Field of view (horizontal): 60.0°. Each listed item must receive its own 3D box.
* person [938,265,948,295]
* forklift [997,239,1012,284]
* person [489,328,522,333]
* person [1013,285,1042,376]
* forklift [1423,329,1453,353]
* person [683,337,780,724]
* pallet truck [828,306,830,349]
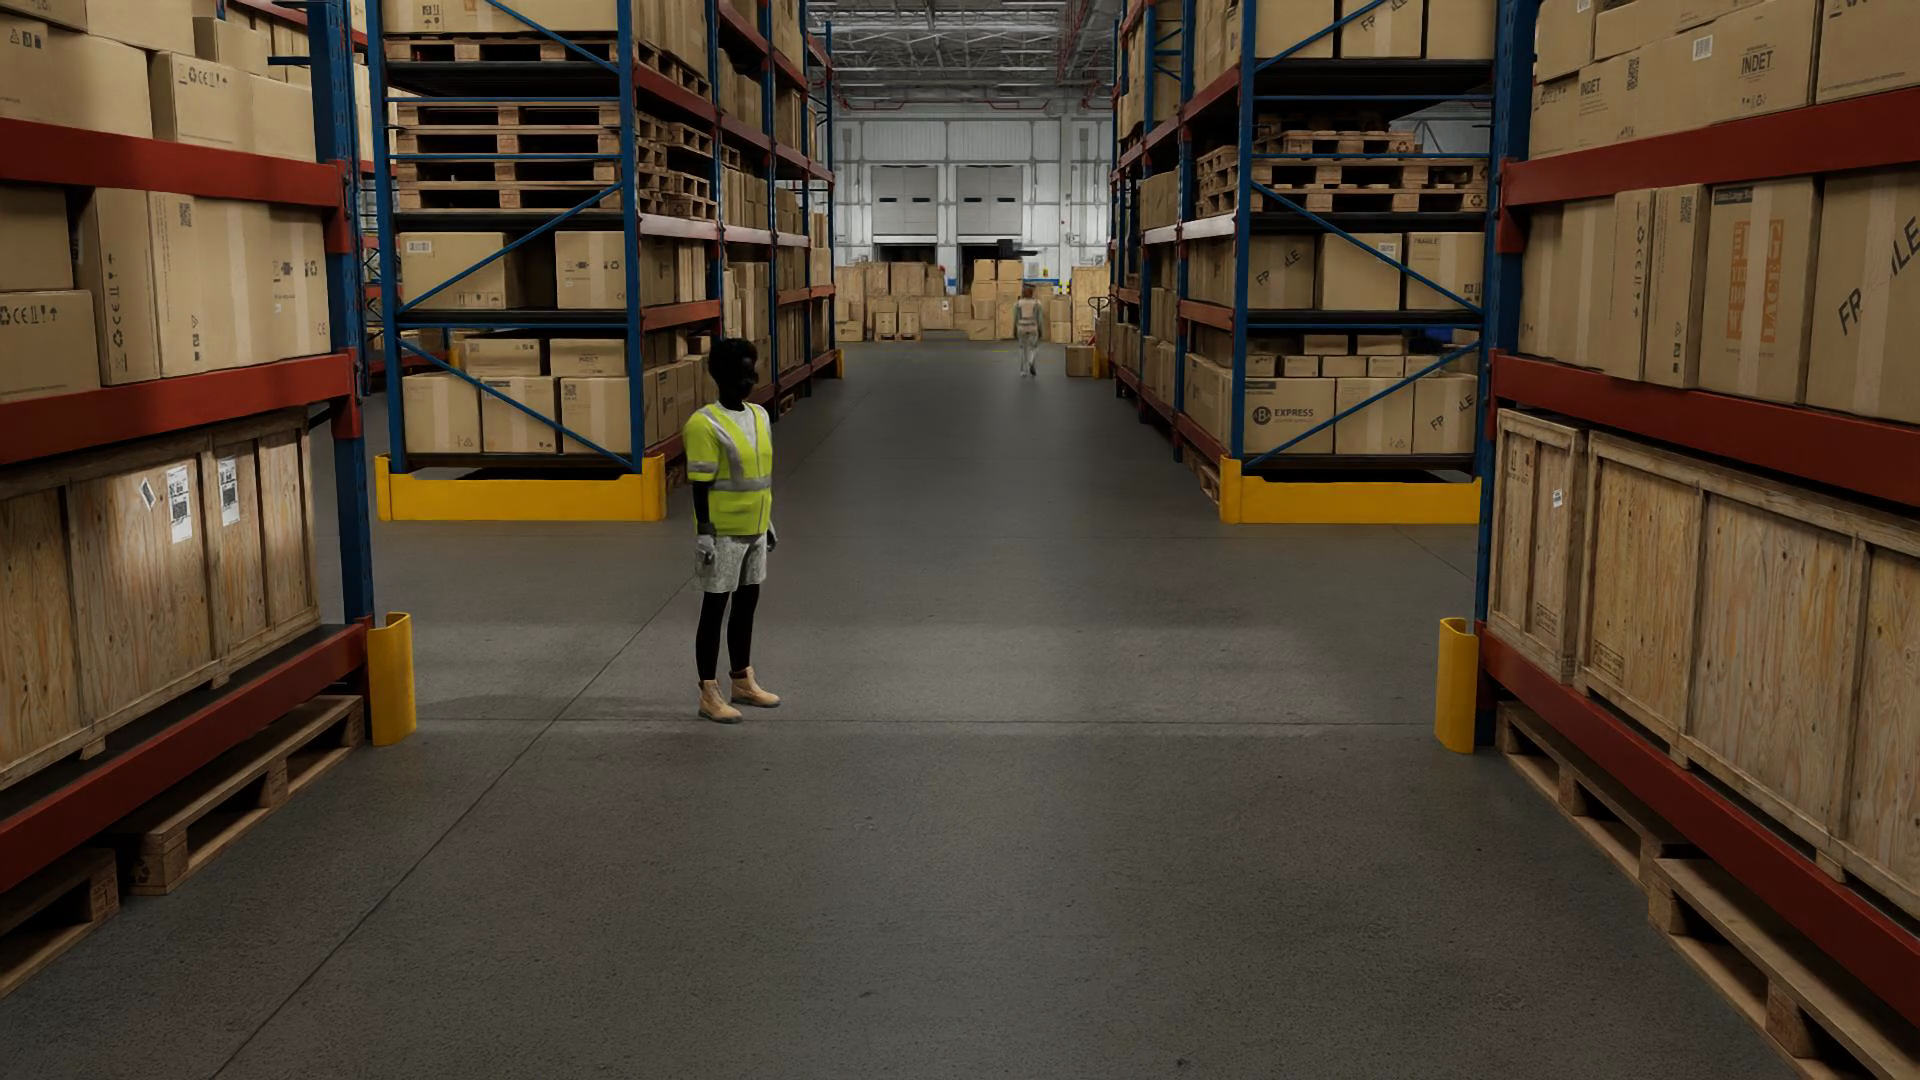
[{"bbox_3d":[-0.653,-8.888,59.634,0.375,1.934,0.551,5,11,29],"label":"person"},{"bbox_3d":[1.548,-8.926,57.029,1.873,2.768,1.129,-1,10,-8],"label":"forklift"},{"bbox_3d":[-5.879,-2.563,21.818,0.624,1.905,0.528,0,9,2],"label":"person"},{"bbox_3d":[1.209,-3.731,29.681,0.533,1.616,0.611,1,10,7],"label":"person"},{"bbox_3d":[10.857,-5.637,37.330,1.129,2.768,1.873,-4,10,-20],"label":"forklift"},{"bbox_3d":[-1.000,-0.050,7.392,0.316,1.698,0.541,5,11,29],"label":"person"},{"bbox_3d":[-3.100,-3.940,29.800,1.885,1.965,0.823,3,10,19],"label":"pallet truck"}]
